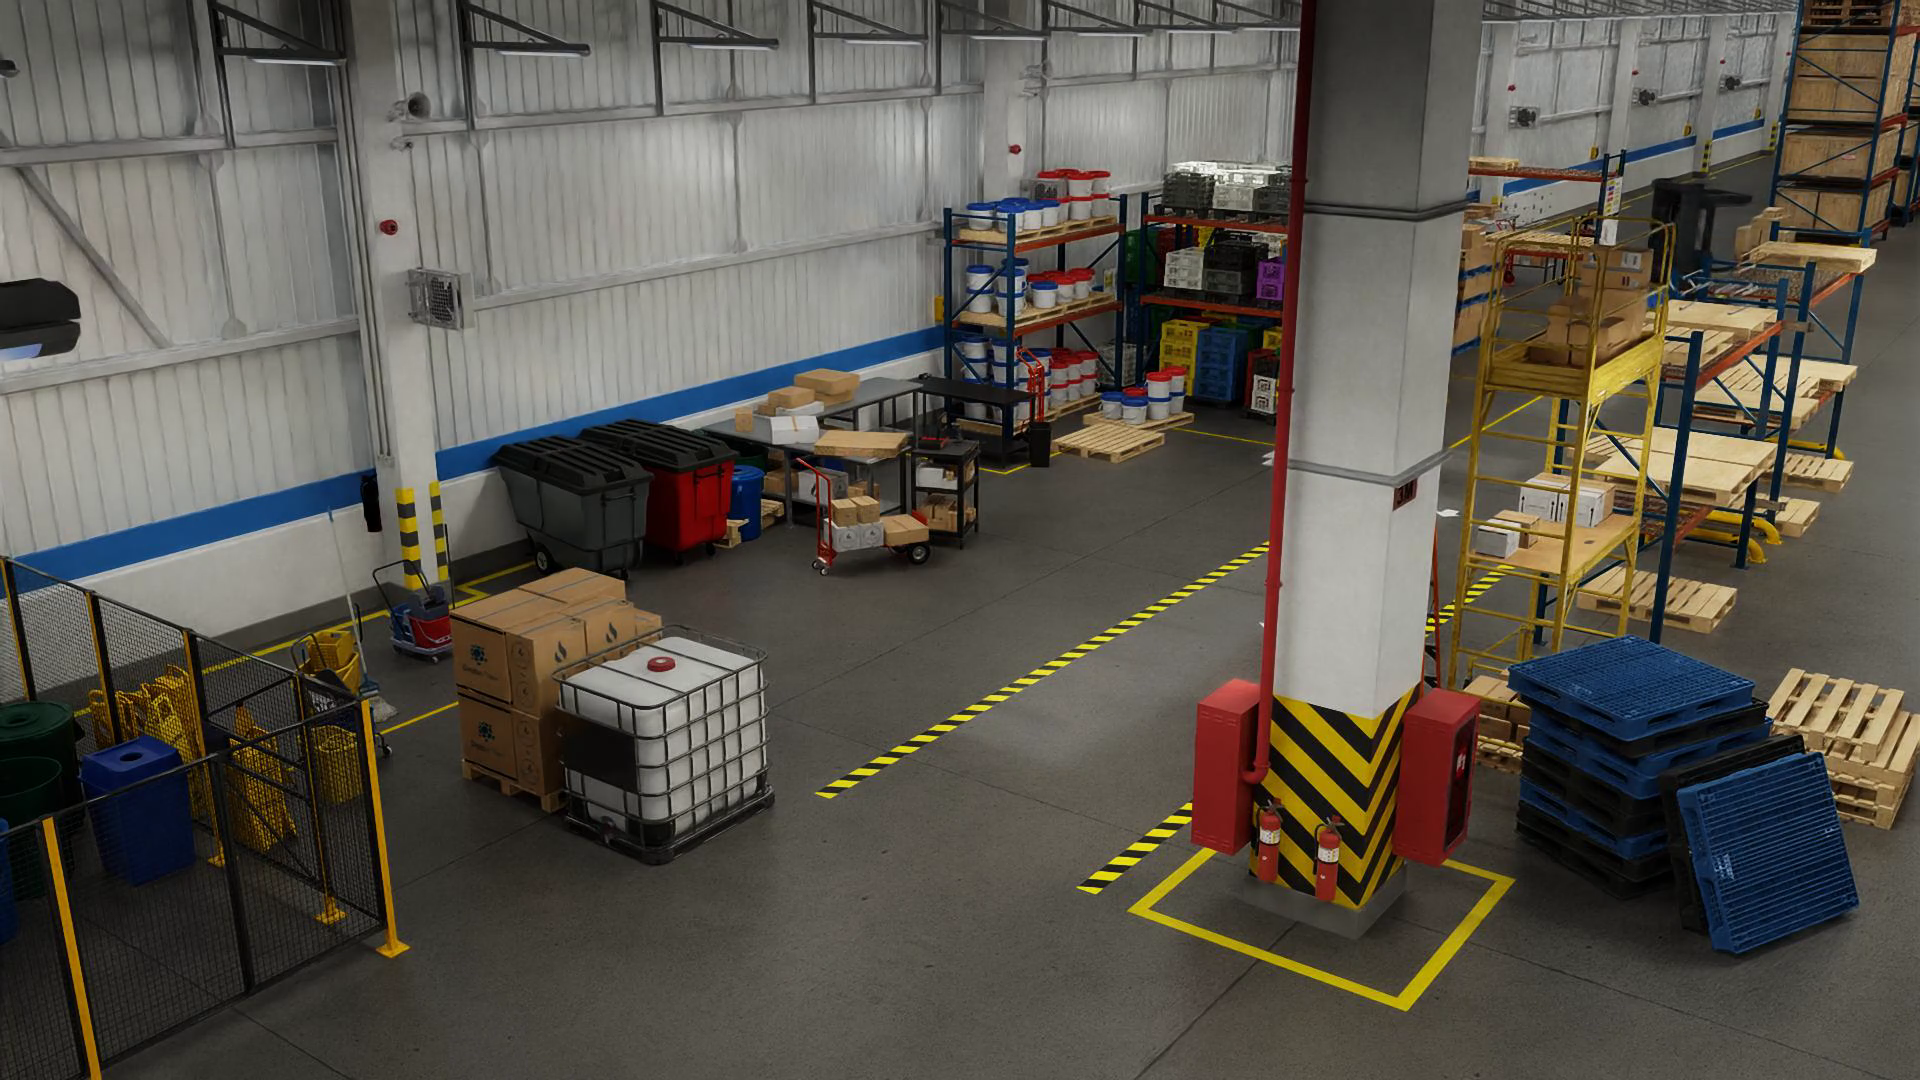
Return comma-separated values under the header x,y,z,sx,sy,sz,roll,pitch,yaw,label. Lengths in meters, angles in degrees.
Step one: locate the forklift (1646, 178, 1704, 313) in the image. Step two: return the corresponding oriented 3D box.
x,y,z,sx,sy,sz,roll,pitch,yaw,label
11.678,-4.530,27.485,1.873,2.768,1.129,-4,18,-11,forklift
